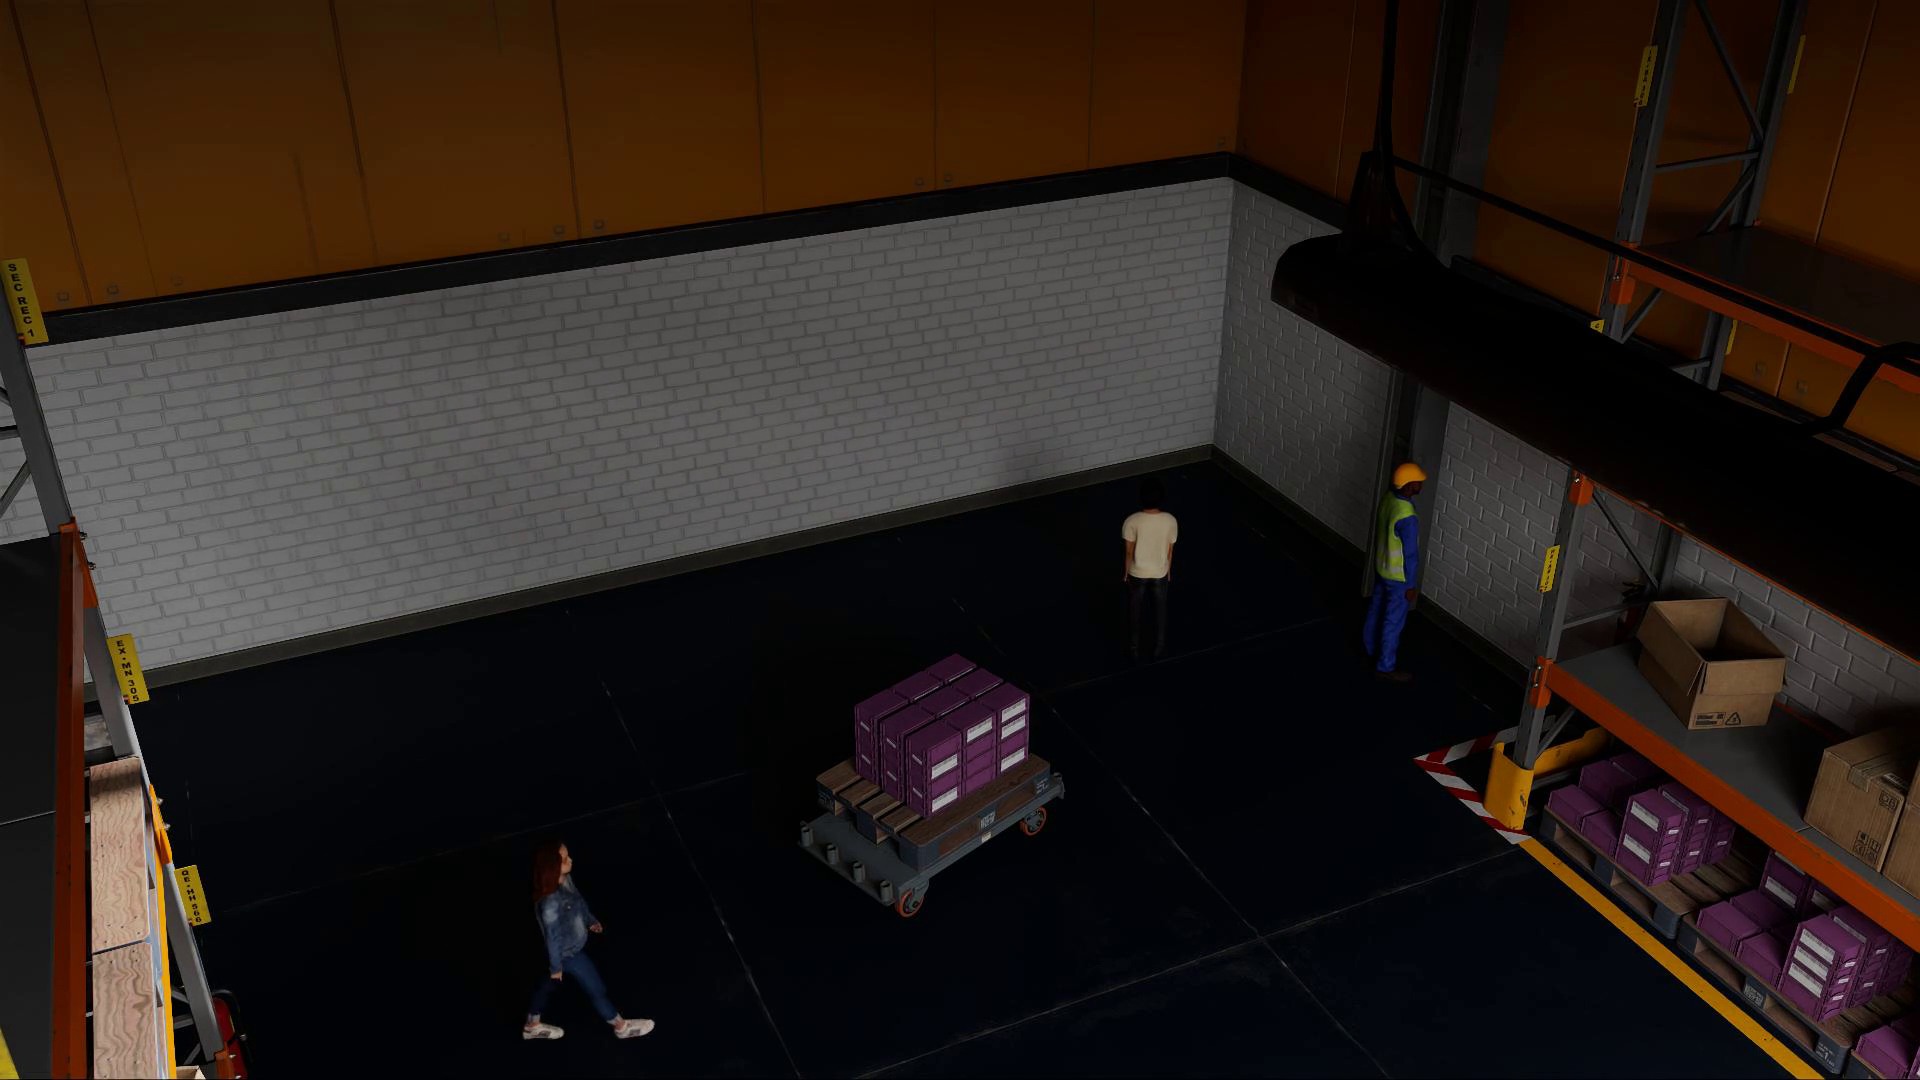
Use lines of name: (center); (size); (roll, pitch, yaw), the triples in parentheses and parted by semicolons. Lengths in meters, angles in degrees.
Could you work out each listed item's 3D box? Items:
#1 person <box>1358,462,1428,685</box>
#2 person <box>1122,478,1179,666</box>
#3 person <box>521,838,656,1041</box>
person: (3.300, 0.224, 12.630); (0.779, 1.813, 0.594); (-6, 29, -11)
person: (1.448, 0.245, 12.826); (0.646, 1.588, 0.586); (-3, 29, -6)
person: (-2.275, 2.267, 9.273); (0.775, 1.441, 0.972); (-5, 29, -10)
